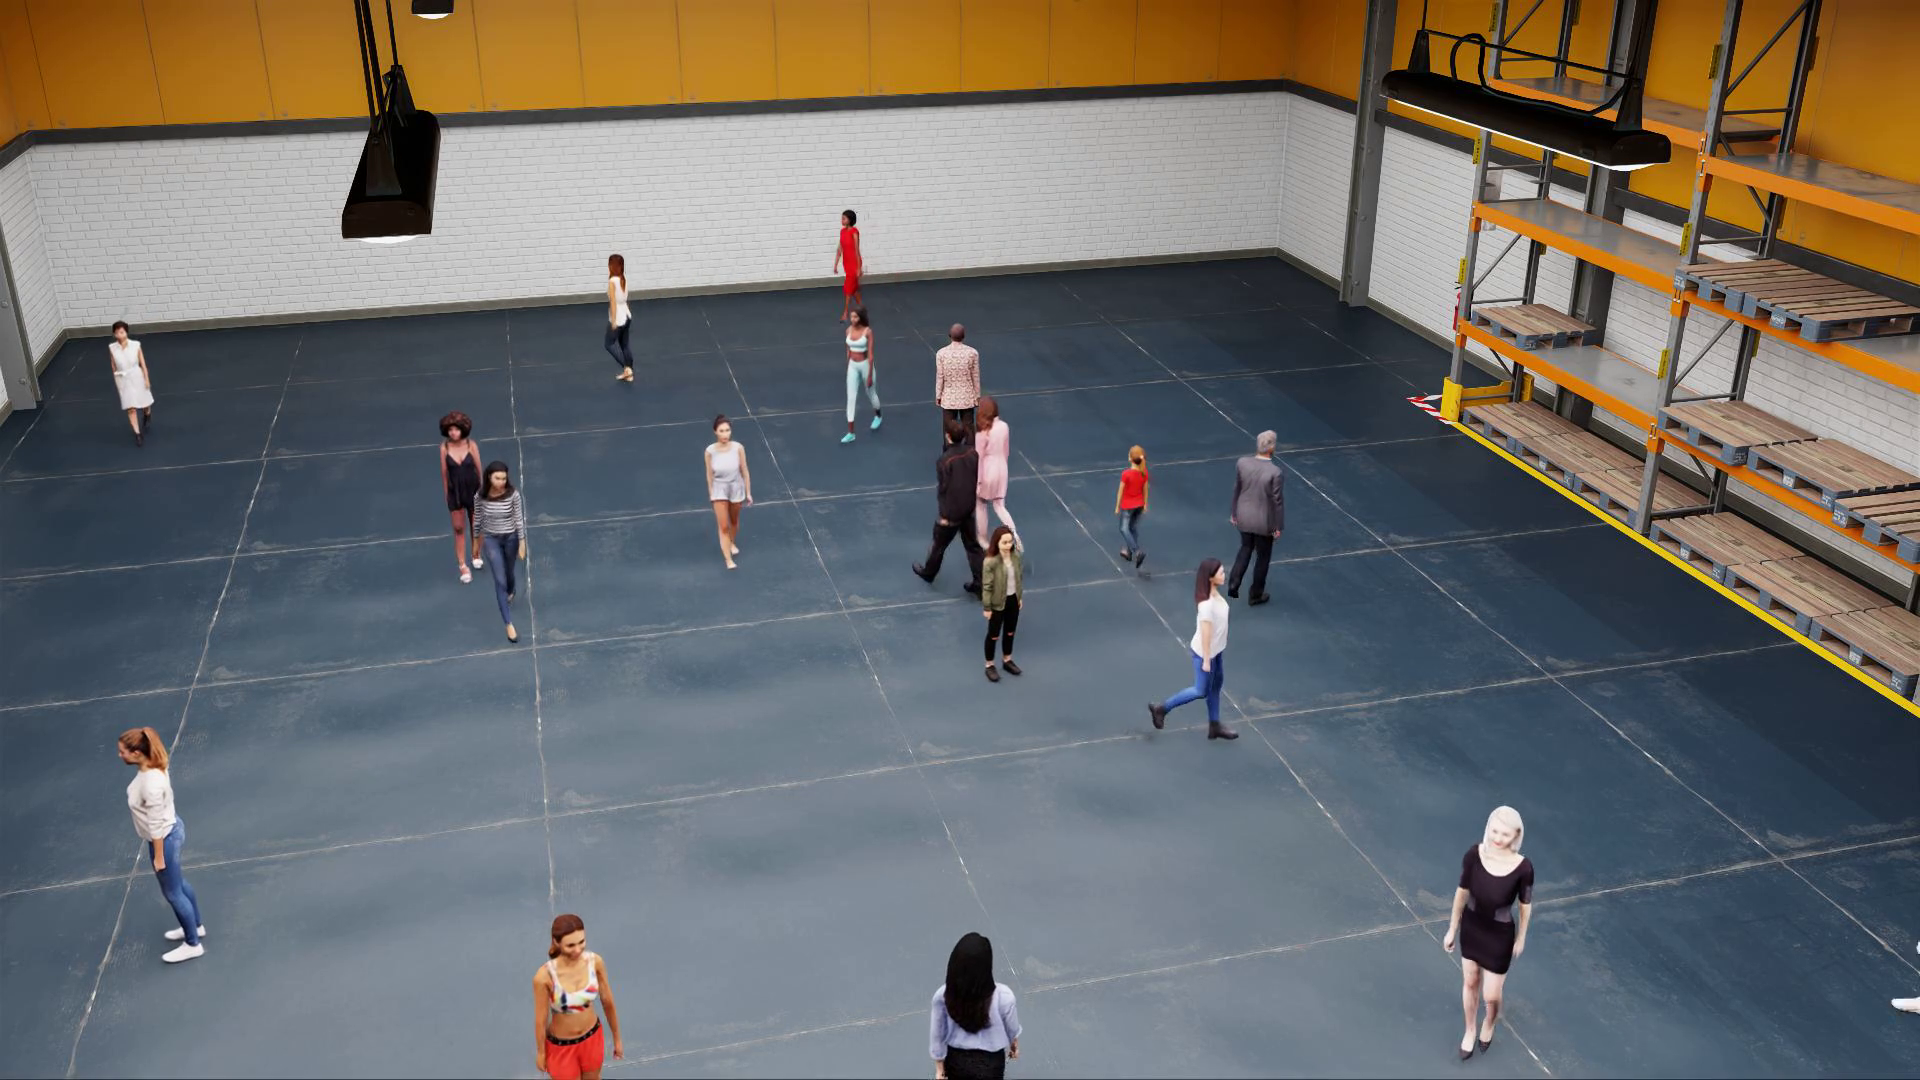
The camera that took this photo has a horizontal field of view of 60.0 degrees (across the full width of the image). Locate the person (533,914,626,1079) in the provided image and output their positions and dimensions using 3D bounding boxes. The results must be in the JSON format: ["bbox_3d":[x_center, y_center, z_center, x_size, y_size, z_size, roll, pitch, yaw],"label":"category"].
[{"bbox_3d":[-2.199,2.815,9.374,0.698,1.779,0.705,-15,28,-30],"label":"person"}]

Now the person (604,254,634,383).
[{"bbox_3d":[-4.565,-3.002,22.684,0.784,1.776,0.694,8,25,18],"label":"person"}]

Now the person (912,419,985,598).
[{"bbox_3d":[0.040,-0.267,16.404,1.061,1.795,1.231,-21,31,-40],"label":"person"}]

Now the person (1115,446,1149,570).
[{"bbox_3d":[1.801,-0.323,17.156,0.567,1.295,0.812,-11,26,-23],"label":"person"}]

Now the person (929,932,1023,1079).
[{"bbox_3d":[0.070,2.964,9.104,0.826,1.722,0.933,4,24,8],"label":"person"}]

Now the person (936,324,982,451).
[{"bbox_3d":[-0.018,-1.668,19.594,0.735,1.809,0.667,-1,24,-2],"label":"person"}]

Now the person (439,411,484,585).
[{"bbox_3d":[-5.040,-0.485,16.952,0.600,1.757,1.021,-8,25,-18],"label":"person"}]

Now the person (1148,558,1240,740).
[{"bbox_3d":[1.966,0.940,13.806,0.944,1.665,1.032,4,24,9],"label":"person"}]

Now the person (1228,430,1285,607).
[{"bbox_3d":[2.849,-0.178,16.168,0.910,1.822,0.981,19,30,37],"label":"person"}]

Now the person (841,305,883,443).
[{"bbox_3d":[-1.179,-2.097,20.730,1.046,1.684,1.149,12,26,25],"label":"person"}]

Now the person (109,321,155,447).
[{"bbox_3d":[-10.272,-1.976,20.642,0.607,1.532,0.987,-9,25,-20],"label":"person"}]

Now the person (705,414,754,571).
[{"bbox_3d":[-2.419,-0.527,17.281,0.616,1.569,1.029,-8,25,-17],"label":"person"}]

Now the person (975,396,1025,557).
[{"bbox_3d":[0.383,-0.602,17.189,0.843,1.780,1.069,-17,29,-33],"label":"person"}]

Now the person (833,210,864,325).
[{"bbox_3d":[-1.592,-4.199,25.492,0.878,1.722,0.900,-19,30,-37],"label":"person"}]

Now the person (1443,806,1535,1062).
[{"bbox_3d":[3.285,2.397,10.275,0.720,1.824,0.785,15,28,31],"label":"person"}]

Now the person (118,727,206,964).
[{"bbox_3d":[-5.369,2.029,11.238,0.704,1.726,0.519,-11,26,-23],"label":"person"}]

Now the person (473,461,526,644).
[{"bbox_3d":[-4.349,0.054,15.742,0.697,1.737,1.145,-5,24,-11],"label":"person"}]

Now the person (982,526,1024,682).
[{"bbox_3d":[0.375,0.549,14.937,0.640,1.475,0.606,-16,28,-32],"label":"person"}]
